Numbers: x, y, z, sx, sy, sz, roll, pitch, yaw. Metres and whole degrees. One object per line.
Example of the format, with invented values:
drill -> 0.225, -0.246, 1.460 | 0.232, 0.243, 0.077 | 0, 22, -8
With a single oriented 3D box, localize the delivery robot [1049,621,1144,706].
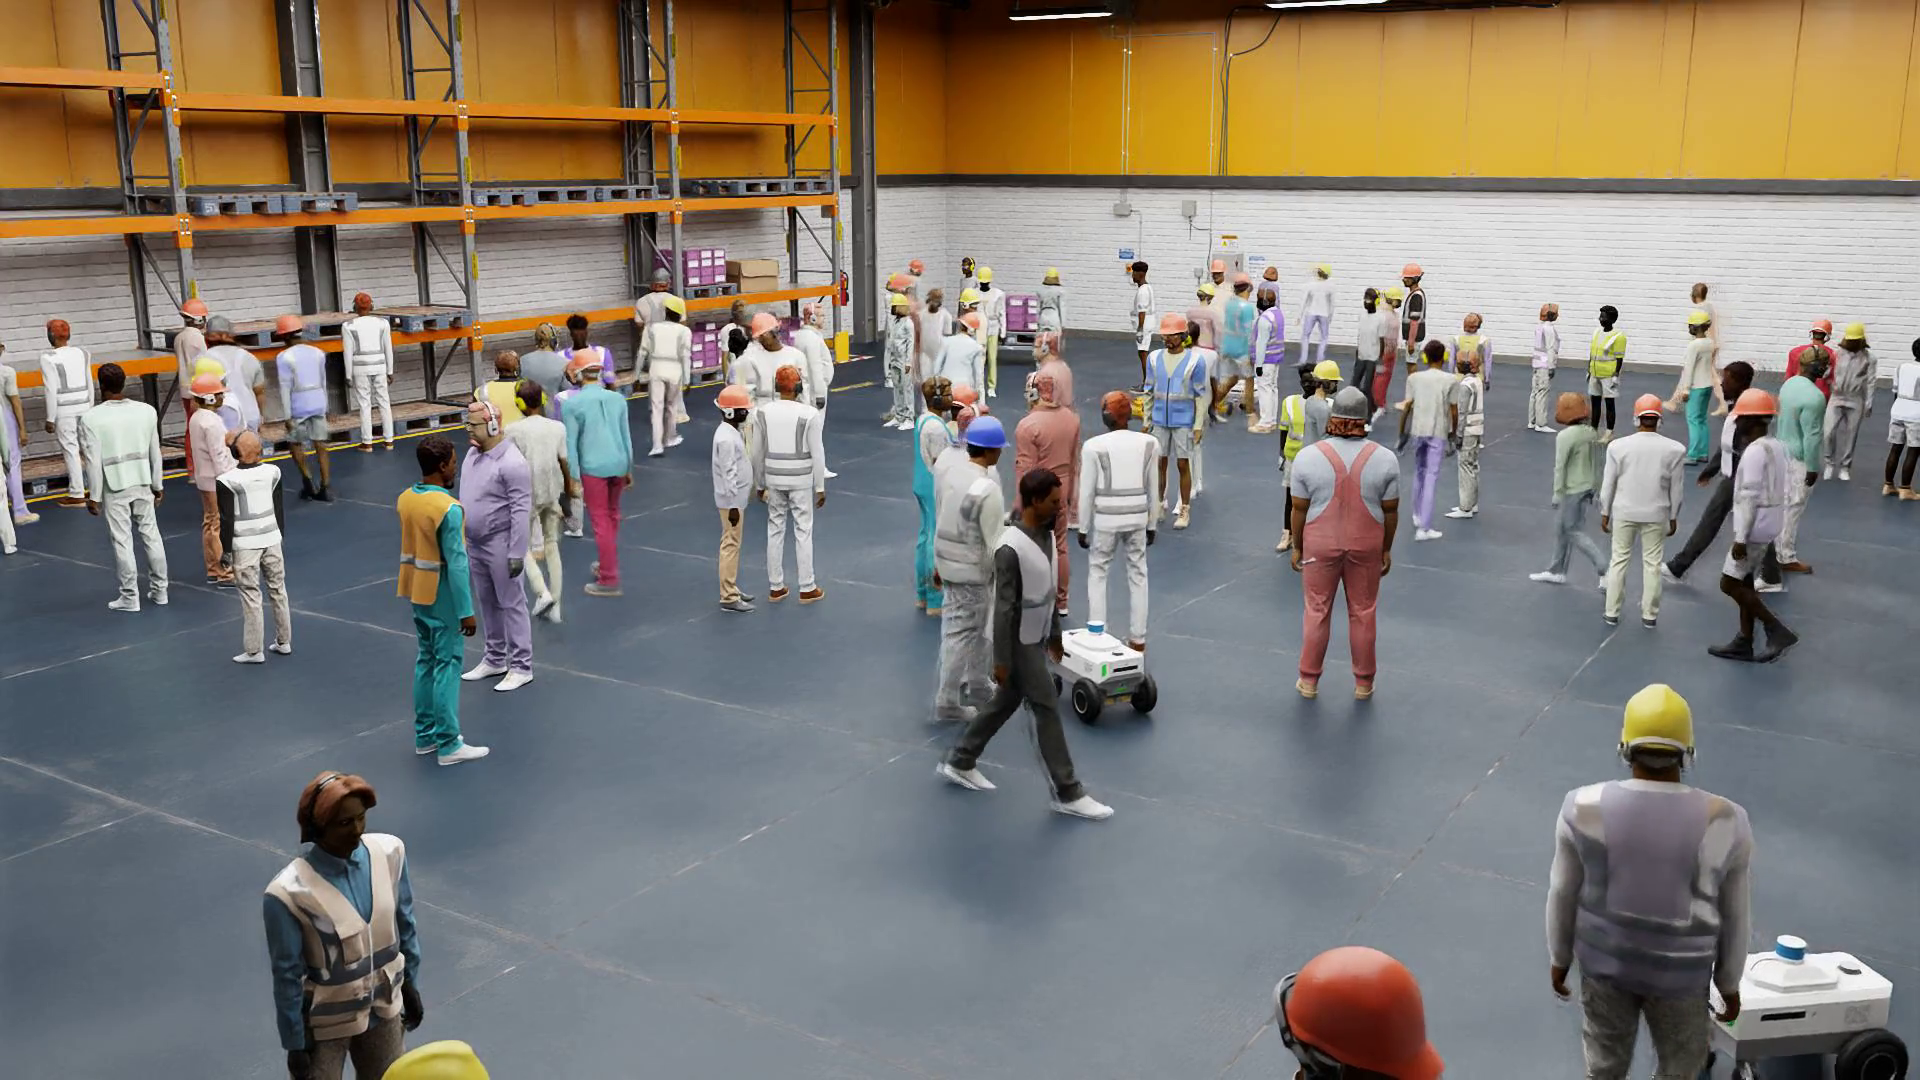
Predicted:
delivery robot -> 0.861, 0.756, 10.579 | 0.477, 0.478, 0.707 | -6, 14, -26

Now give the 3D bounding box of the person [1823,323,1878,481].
person -> 9.573, -1.488, 17.936 | 0.511, 1.715, 0.453 | 6, 14, 24

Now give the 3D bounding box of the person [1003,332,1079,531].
person -> 0.737, -1.008, 15.562 | 0.946, 1.864, 0.678 | 6, 14, 23

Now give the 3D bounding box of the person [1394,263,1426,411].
person -> 6.215, -2.797, 22.958 | 0.409, 2.037, 0.608 | 4, 13, 15

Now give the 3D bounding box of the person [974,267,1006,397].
person -> 0.361, -3.025, 24.225 | 0.596, 1.902, 0.448 | 1, 13, 6

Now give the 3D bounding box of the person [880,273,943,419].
person -> -0.606, -2.546, 22.033 | 0.868, 1.965, 0.609 | 0, 13, 2

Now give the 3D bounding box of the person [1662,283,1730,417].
person -> 10.040, -2.557, 22.464 | 0.562, 1.792, 0.988 | -8, 15, -32

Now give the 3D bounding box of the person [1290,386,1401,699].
person -> 2.459, 0.015, 10.740 | 0.683, 2.000, 0.537 | 2, 13, 8

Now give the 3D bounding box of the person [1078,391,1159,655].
person -> 1.113, -0.108, 11.672 | 0.581, 1.867, 0.410 | -4, 13, -15

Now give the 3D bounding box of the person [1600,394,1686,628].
person -> 5.070, -0.218, 12.403 | 0.569, 1.743, 0.349 | 5, 14, 19

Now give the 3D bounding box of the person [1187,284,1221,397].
person -> 3.347, -2.630, 22.836 | 0.523, 1.760, 0.327 | 10, 16, 36

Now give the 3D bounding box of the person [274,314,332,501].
person -> -6.645, -1.328, 16.870 | 0.529, 1.902, 0.602 | 9, 16, 35

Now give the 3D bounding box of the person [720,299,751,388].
person -> -2.554, -1.893, 19.444 | 0.331, 1.844, 0.520 | 12, 18, 43

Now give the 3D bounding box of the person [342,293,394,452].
person -> -7.030, -1.993, 19.796 | 0.572, 1.883, 0.354 | -9, 16, -33

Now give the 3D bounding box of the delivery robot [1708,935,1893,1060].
delivery robot -> 3.125, 1.741, 6.304 | 0.707, 0.478, 0.477 | -2, 13, -9

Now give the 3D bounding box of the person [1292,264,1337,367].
person -> 5.890, -3.704, 27.619 | 0.682, 1.736, 0.302 | 3, 13, 15

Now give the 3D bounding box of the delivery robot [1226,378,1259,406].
delivery robot -> 3.947, -2.041, 22.709 | 0.477, 0.478, 0.707 | 11, 17, 41

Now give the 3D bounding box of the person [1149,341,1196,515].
person -> 2.088, -1.188, 16.334 | 0.513, 1.872, 0.328 | 9, 16, 34

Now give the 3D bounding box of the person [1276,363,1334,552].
person -> 3.056, -0.716, 14.666 | 0.532, 1.697, 0.319 | 6, 14, 24

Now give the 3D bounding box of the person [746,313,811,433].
person -> -1.741, -1.170, 15.970 | 0.640, 2.007, 0.425 | 2, 13, 9

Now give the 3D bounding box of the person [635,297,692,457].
person -> -3.498, -1.934, 19.653 | 0.708, 1.837, 1.021 | 0, 13, -2

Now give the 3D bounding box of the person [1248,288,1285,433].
person -> 3.885, -2.277, 21.151 | 0.430, 1.836, 0.618 | 7, 15, 29

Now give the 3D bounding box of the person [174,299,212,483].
person -> -8.102, -1.569, 17.748 | 0.605, 1.986, 0.401 | 10, 16, 38

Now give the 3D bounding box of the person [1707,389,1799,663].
person -> 5.467, -0.076, 11.402 | 0.532, 1.914, 0.568 | 9, 16, 35

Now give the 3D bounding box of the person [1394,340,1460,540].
person -> 4.337, -0.948, 15.470 | 0.542, 1.795, 0.862 | 9, 16, 35

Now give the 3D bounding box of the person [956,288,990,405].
person -> 0.127, -2.276, 21.133 | 0.403, 1.833, 0.586 | 8, 15, 31

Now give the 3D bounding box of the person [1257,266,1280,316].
person -> 5.262, -3.844, 28.370 | 0.271, 1.632, 0.503 | -7, 15, -29

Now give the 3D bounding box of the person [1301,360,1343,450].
person -> 3.093, -0.665, 14.309 | 0.341, 1.760, 0.525 | -1, 13, -3

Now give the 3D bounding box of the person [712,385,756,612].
person -> -1.735, -0.328, 12.858 | 0.337, 1.749, 0.574 | -2, 13, -7

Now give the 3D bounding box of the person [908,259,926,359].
person -> -0.795, -3.970, 28.709 | 0.436, 1.727, 0.575 | -8, 15, -32

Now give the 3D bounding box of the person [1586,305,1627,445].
person -> 7.861, -2.018, 20.308 | 0.321, 1.697, 0.529 | -5, 14, -22

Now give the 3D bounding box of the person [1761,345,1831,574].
person -> 7.047, -0.674, 13.988 | 0.367, 1.934, 0.630 | 1, 13, 5

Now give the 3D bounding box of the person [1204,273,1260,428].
person -> 3.610, -2.451, 21.548 | 0.693, 2.005, 0.711 | -3, 13, -13

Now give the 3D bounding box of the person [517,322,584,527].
person -> -3.882, -1.085, 15.736 | 0.635, 1.937, 0.353 | 4, 13, 15

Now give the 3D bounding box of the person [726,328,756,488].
person -> -2.311, -1.392, 17.595 | 0.321, 1.697, 0.529 | 1, 13, 2

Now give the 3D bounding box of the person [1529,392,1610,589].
person -> 5.034, -0.389, 13.444 | 0.709, 1.605, 0.504 | 10, 17, 38

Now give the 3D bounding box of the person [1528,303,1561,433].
person -> 7.454, -2.196, 21.207 | 0.309, 1.641, 0.514 | 0, 13, 0

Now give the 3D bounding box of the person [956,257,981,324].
person -> 0.129, -3.649, 27.010 | 0.508, 1.872, 0.329 | 13, 18, 44

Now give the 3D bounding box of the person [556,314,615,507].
person -> -3.815, -1.351, 16.914 | 0.615, 1.934, 0.901 | -5, 14, -20

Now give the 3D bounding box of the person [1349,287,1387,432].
person -> 5.204, -2.288, 21.147 | 0.449, 1.852, 0.544 | -7, 15, -27

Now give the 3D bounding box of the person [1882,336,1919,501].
person -> 9.711, -1.240, 16.962 | 0.321, 1.687, 0.536 | -3, 13, -13
